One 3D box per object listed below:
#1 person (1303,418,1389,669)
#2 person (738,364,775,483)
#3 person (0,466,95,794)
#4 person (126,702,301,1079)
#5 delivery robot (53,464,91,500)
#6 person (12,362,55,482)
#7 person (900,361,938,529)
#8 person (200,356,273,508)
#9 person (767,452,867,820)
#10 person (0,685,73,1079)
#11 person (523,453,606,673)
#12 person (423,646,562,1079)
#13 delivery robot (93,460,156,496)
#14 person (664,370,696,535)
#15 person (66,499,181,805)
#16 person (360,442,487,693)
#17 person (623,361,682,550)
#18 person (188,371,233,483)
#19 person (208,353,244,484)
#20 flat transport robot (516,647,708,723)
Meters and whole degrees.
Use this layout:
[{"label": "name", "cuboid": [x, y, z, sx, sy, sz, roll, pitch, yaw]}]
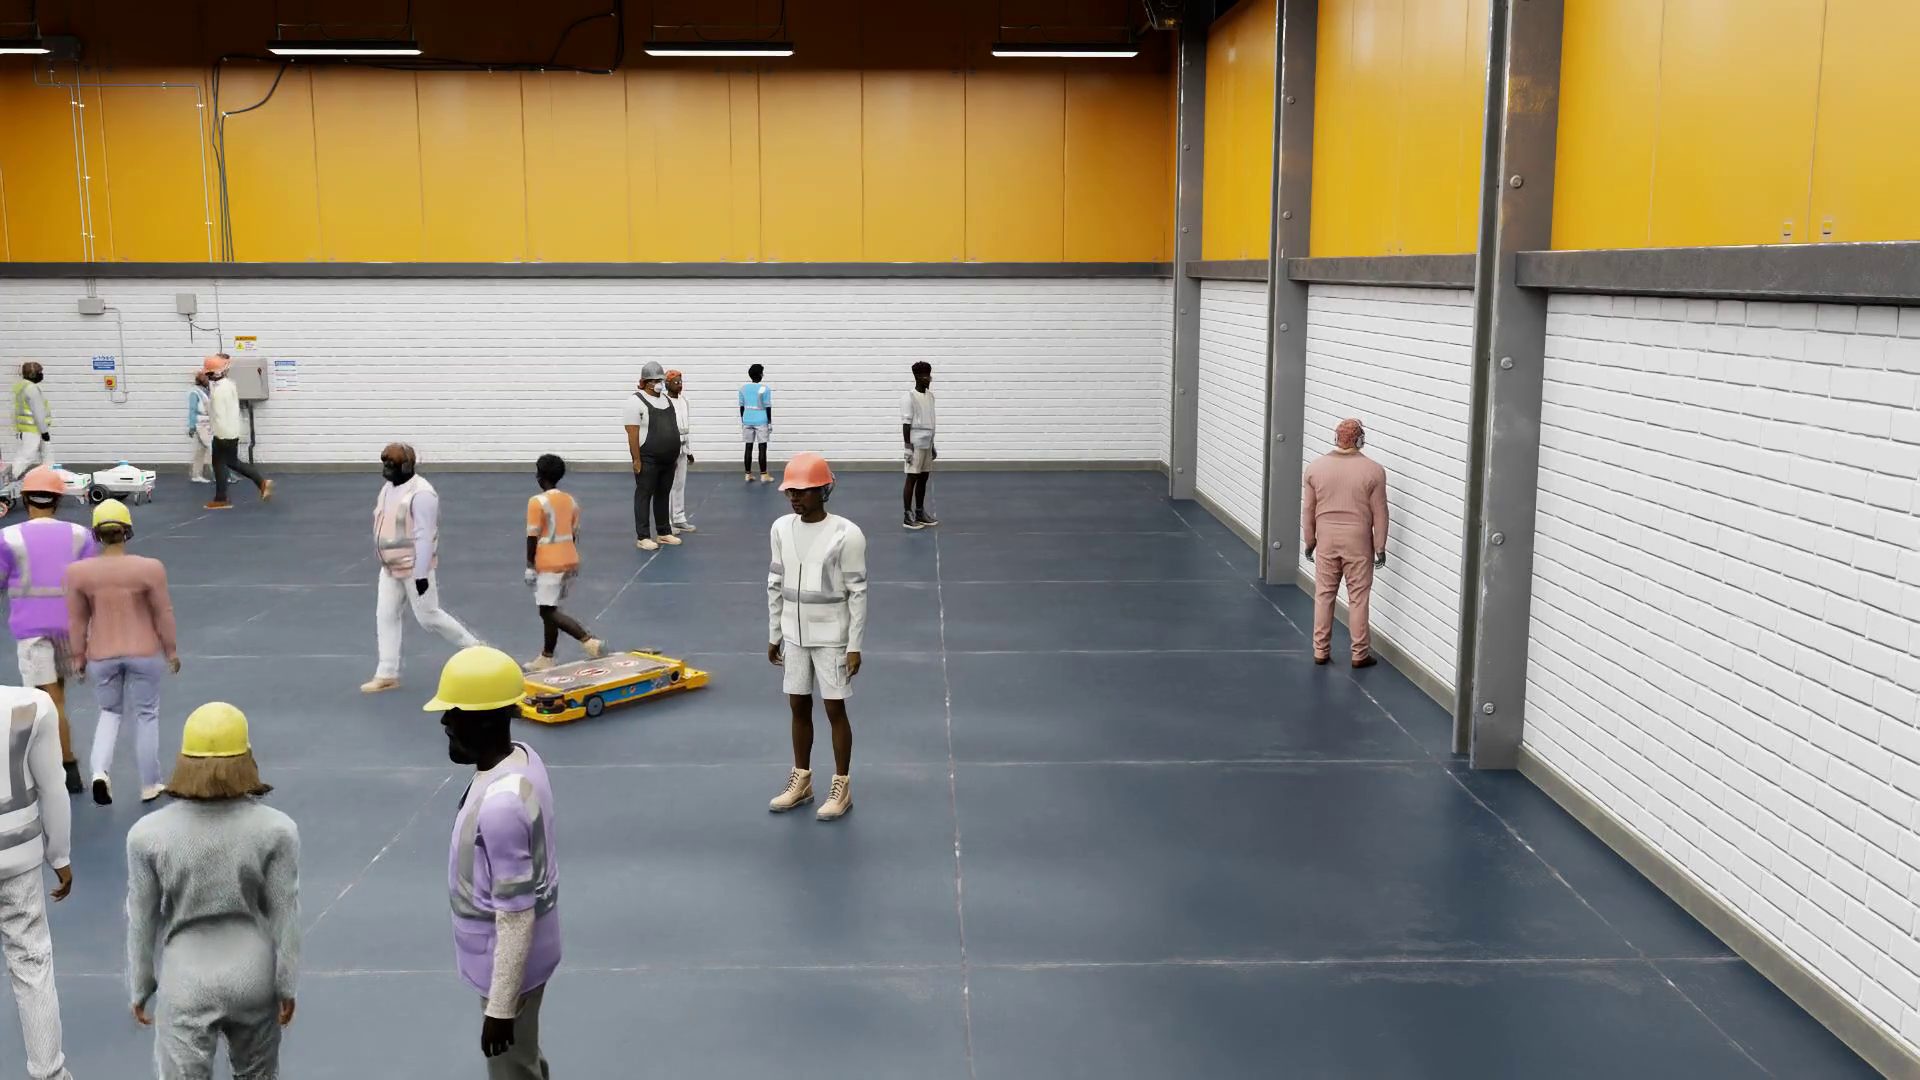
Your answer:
[{"label": "person", "cuboid": [2.949, 0.023, 12.698, 0.651, 1.905, 0.403, 5, 10, 28]}, {"label": "person", "cuboid": [-2.893, -1.652, 23.606, 0.537, 1.696, 0.321, 5, 10, 26]}, {"label": "person", "cuboid": [-5.431, 0.505, 9.828, 1.013, 1.863, 0.568, 8, 12, 40]}, {"label": "person", "cuboid": [-2.240, 1.366, 5.036, 0.512, 1.719, 0.711, -4, 10, -24]}, {"label": "delivery robot", "cuboid": [-11.417, -0.716, 21.070, 0.707, 0.478, 0.477, -3, 10, -15]}, {"label": "person", "cuboid": [-12.453, -1.478, 22.215, 0.906, 1.812, 0.629, -6, 11, -34]}, {"label": "person", "cuboid": [-0.468, -1.122, 19.528, 0.362, 1.963, 0.614, 6, 11, 31]}, {"label": "person", "cuboid": [-9.198, -1.351, 21.005, 0.779, 1.954, 0.666, 0, 9, -2]}, {"label": "person", "cuboid": [-0.815, 0.531, 9.166, 0.615, 2.040, 0.391, 5, 11, 29]}, {"label": "person", "cuboid": [-3.443, 1.150, 5.857, 0.577, 1.883, 0.353, -6, 11, -31]}, {"label": "person", "cuboid": [-2.948, 0.196, 12.344, 0.670, 1.670, 0.542, 3, 10, 18]}, {"label": "person", "cuboid": [-1.389, 1.264, 5.020, 0.366, 1.926, 0.593, -2, 10, -15]}, {"label": "delivery robot", "cuboid": [-10.793, -0.784, 21.491, 0.707, 0.478, 0.477, 1, 9, 4]}, {"label": "person", "cuboid": [-3.276, -1.009, 19.092, 0.353, 1.883, 0.578, 5, 11, 29]}, {"label": "person", "cuboid": [-4.708, 0.645, 9.353, 0.541, 1.751, 0.445, -2, 9, -10]}, {"label": "person", "cuboid": [-3.920, 0.178, 12.065, 0.638, 1.812, 0.868, 9, 13, 43]}, {"label": "person", "cuboid": [-3.293, -0.929, 18.117, 0.537, 2.000, 0.683, 6, 11, 31]}, {"label": "person", "cuboid": [-10.562, -1.583, 23.418, 0.731, 1.601, 0.634, 0, 9, 1]}, {"label": "person", "cuboid": [-10.444, -1.720, 23.561, 0.378, 1.844, 0.569, -1, 9, -5]}, {"label": "flat transport robot", "cuboid": [-2.519, 1.003, 11.685, 0.652, 0.197, 1.431, 7, 12, 38]}]
